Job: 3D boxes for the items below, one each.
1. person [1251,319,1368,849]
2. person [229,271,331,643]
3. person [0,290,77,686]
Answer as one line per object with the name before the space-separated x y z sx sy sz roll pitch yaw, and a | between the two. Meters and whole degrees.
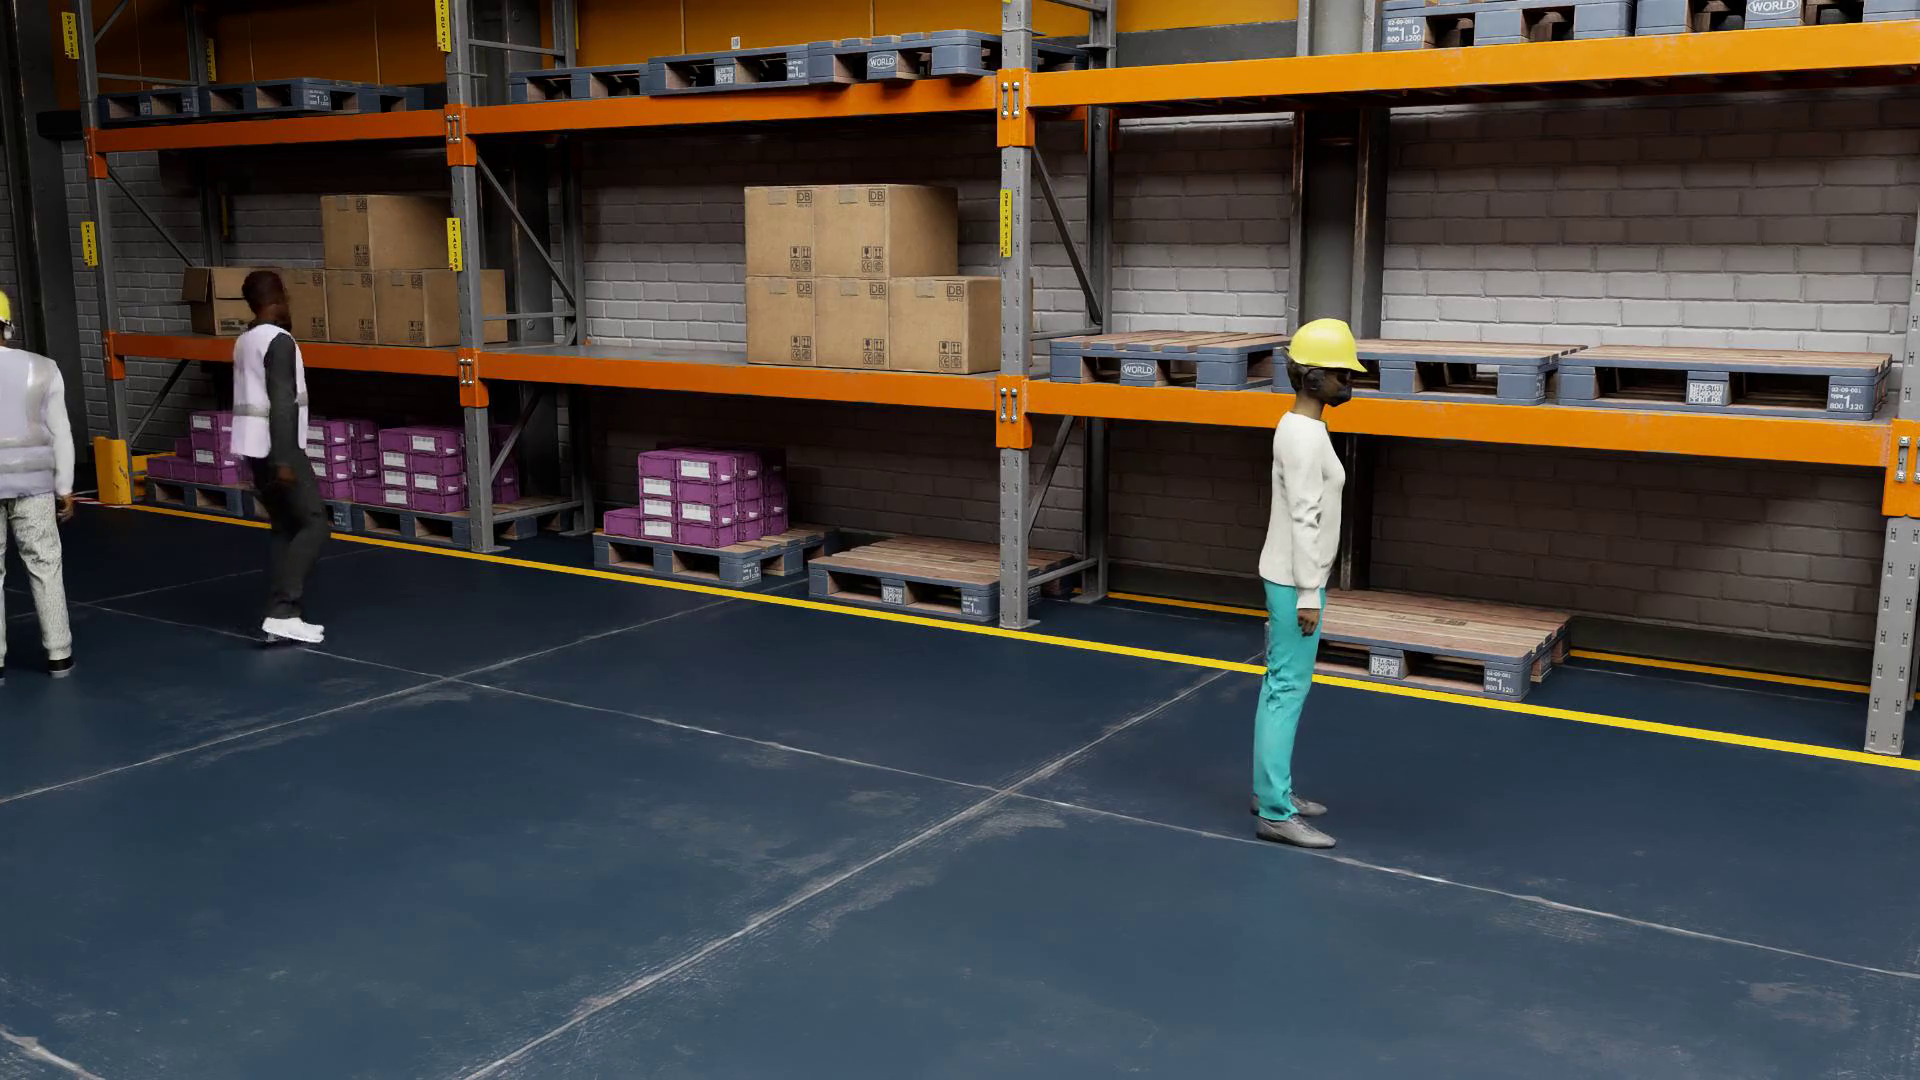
person | 1.176 0.141 5.619 0.330 1.765 0.533 2 10 8
person | -3.458 -0.411 8.398 0.392 1.866 0.685 -9 14 -42
person | -4.362 -0.249 7.588 0.599 1.830 0.403 -6 12 -31
